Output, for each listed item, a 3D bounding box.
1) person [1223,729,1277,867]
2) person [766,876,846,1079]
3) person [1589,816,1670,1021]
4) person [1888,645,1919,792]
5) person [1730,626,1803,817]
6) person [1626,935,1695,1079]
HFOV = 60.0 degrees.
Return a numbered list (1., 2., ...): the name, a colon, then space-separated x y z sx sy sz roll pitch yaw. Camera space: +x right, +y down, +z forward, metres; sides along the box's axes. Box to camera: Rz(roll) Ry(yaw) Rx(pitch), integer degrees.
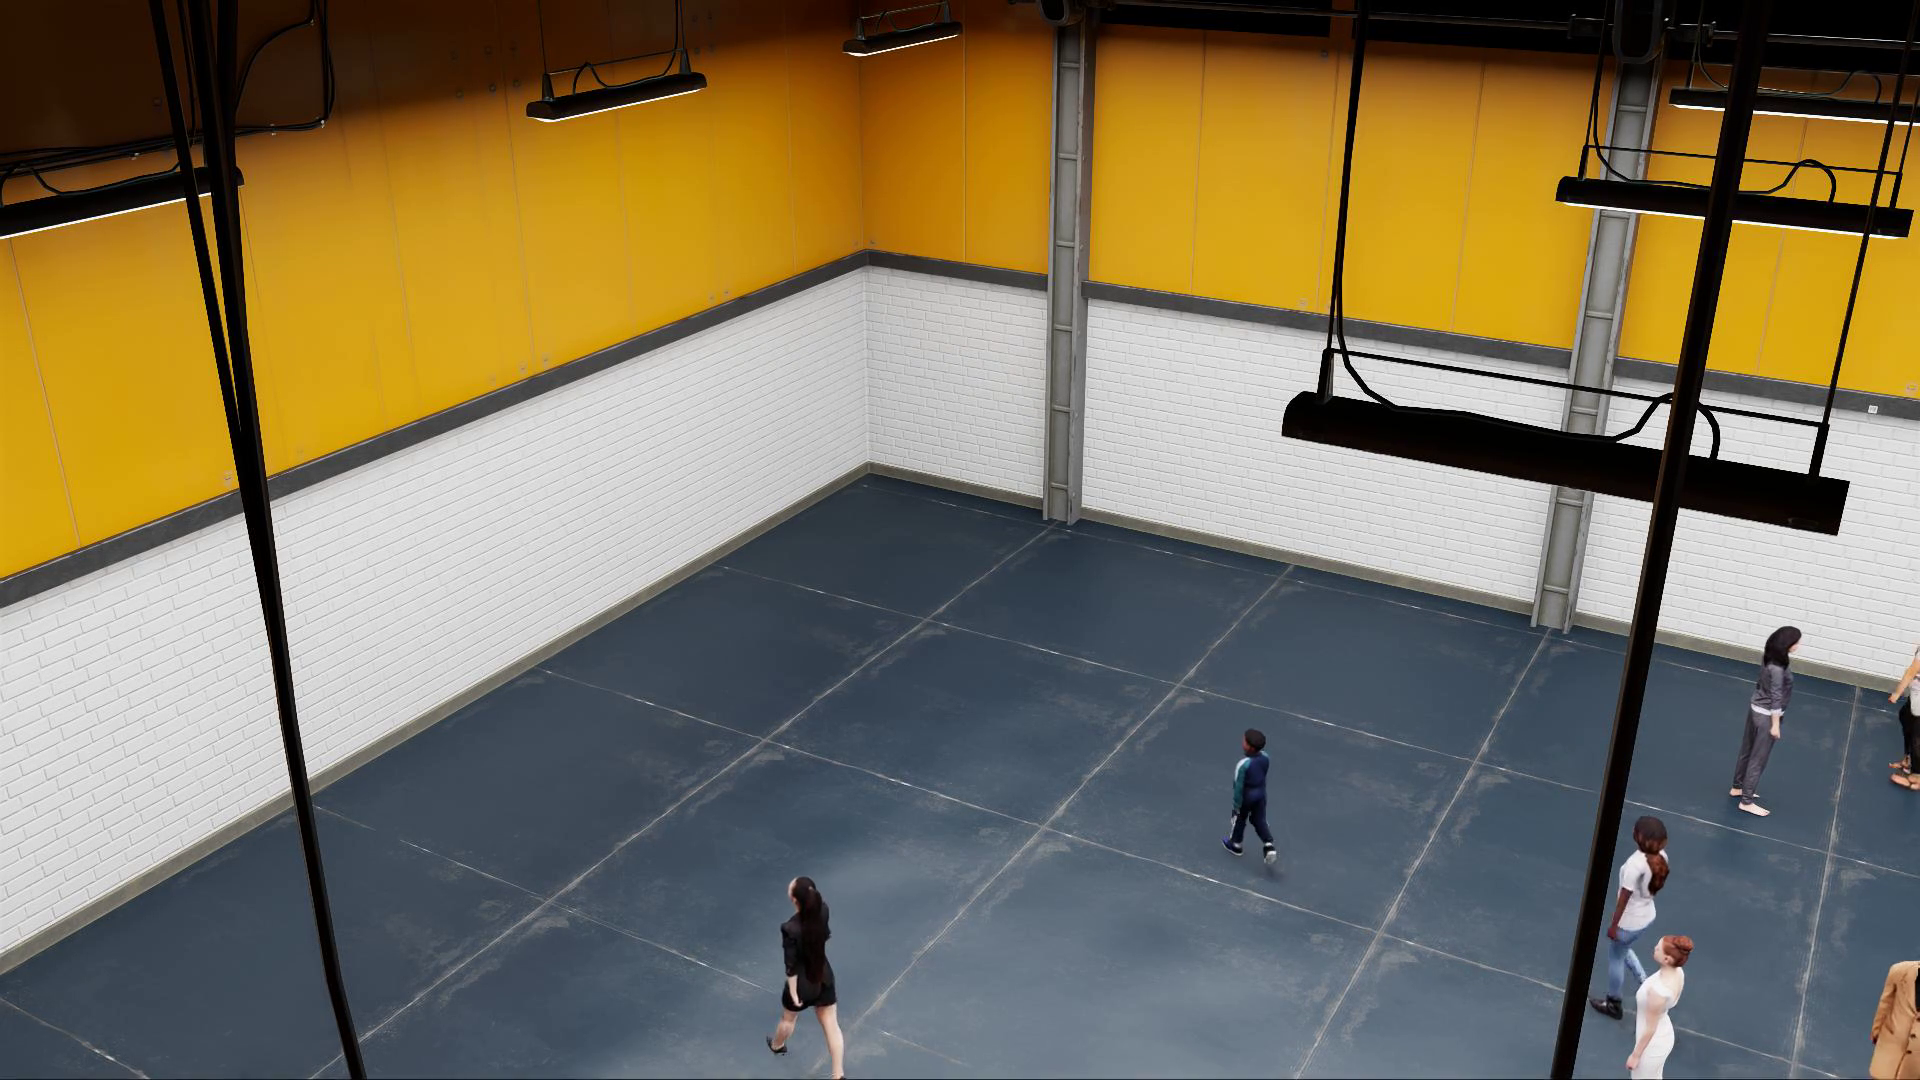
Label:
1. person: 2.459 2.145 13.858 0.737 1.246 0.876 -13 27 -28
2. person: -0.948 3.052 11.273 0.808 1.656 1.077 -20 30 -37
3. person: 4.876 2.756 11.879 0.706 1.711 0.814 -19 30 -37
4. person: 8.666 1.435 14.773 0.725 1.813 0.768 -13 27 -27
5. person: 7.053 1.548 14.582 0.635 1.761 0.661 4 24 8
6. person: 4.444 3.249 10.652 0.530 1.791 0.603 18 30 36
